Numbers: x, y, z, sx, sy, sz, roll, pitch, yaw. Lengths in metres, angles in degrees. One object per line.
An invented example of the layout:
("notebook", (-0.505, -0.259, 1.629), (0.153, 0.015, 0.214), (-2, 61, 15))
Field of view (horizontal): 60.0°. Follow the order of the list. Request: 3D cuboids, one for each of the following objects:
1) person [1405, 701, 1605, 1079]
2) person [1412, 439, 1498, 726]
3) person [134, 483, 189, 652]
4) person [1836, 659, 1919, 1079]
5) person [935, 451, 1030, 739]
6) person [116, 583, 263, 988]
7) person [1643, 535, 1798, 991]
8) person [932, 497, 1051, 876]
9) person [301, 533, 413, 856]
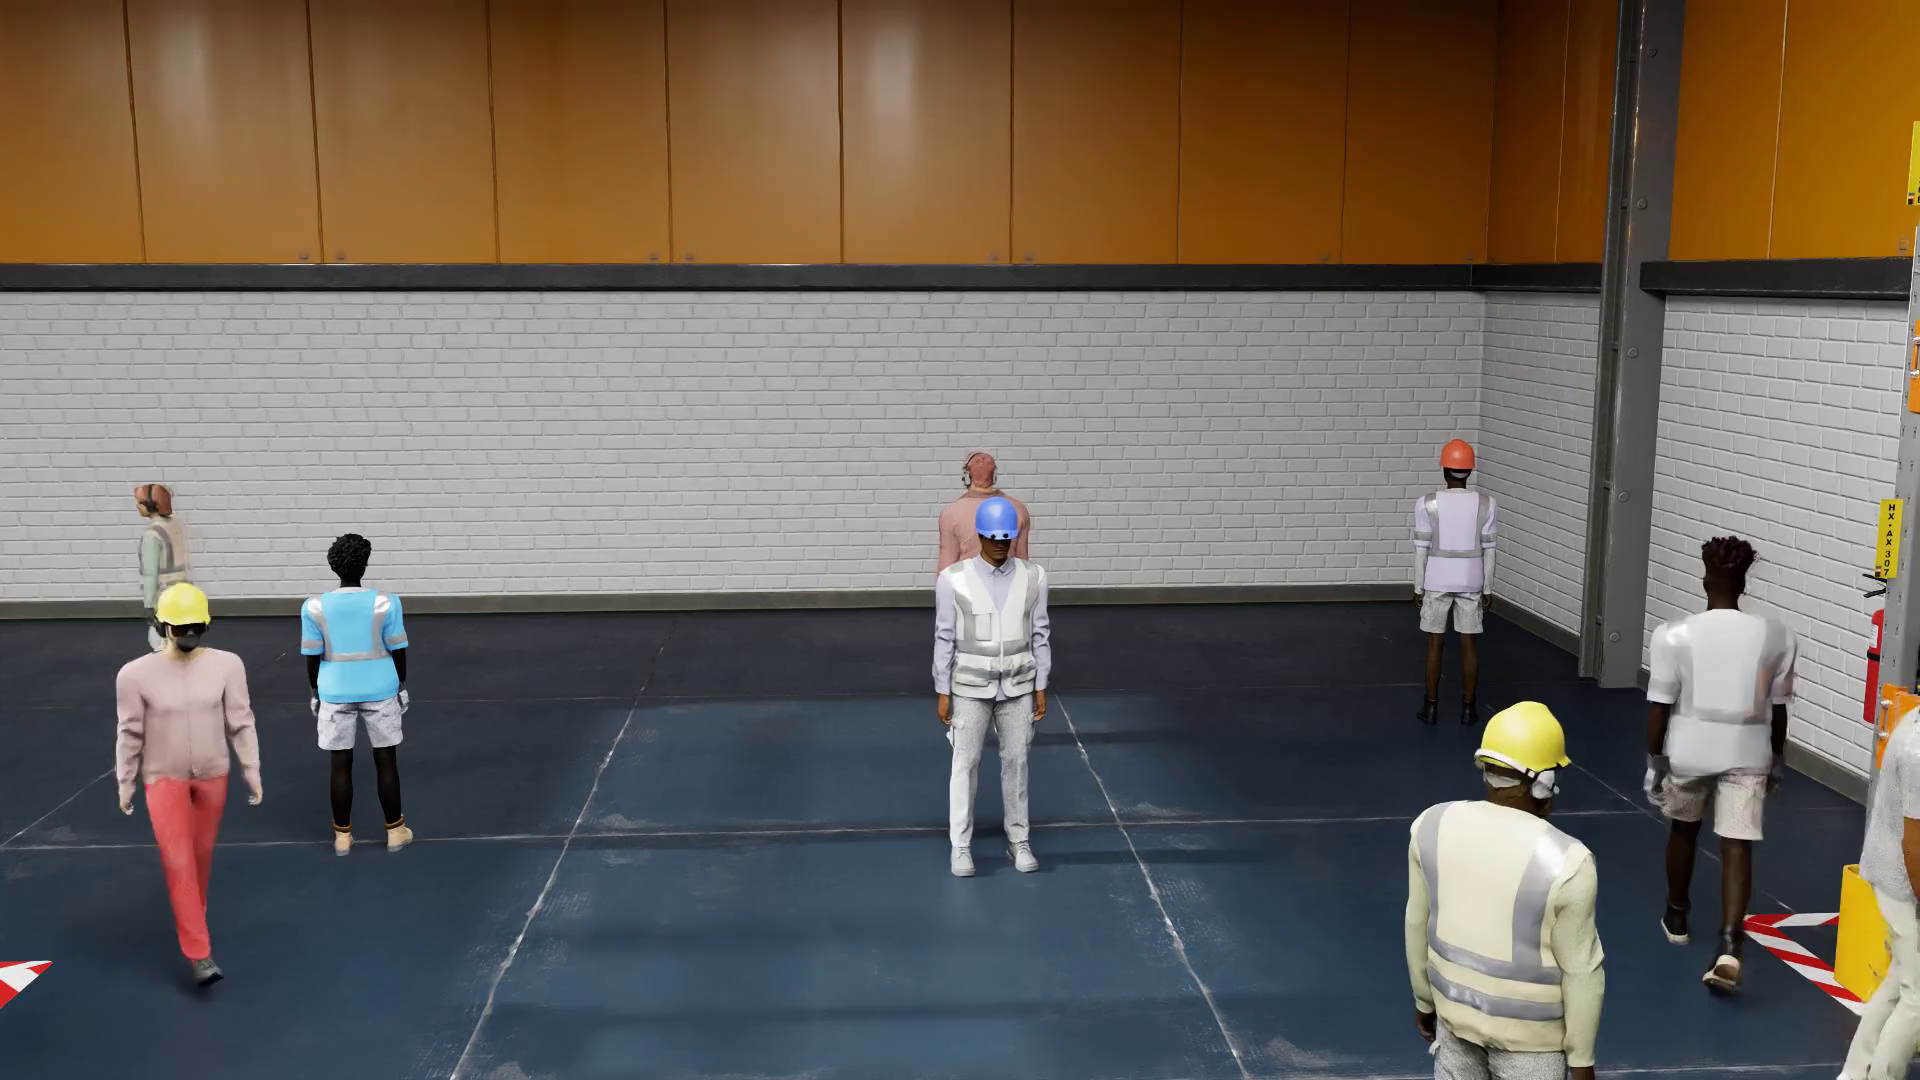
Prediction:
("person", (1.575, 1.366, 4.803), (0.404, 1.827, 0.600), (-7, 12, -39))
("person", (3.321, 0.290, 11.207), (0.545, 1.942, 0.351), (2, 9, 10))
("person", (-5.444, 0.415, 11.386), (0.388, 1.624, 0.540), (-1, 9, -7))
("person", (3.291, 1.219, 5.774), (0.423, 1.855, 0.574), (7, 11, 37))
("person", (0.131, 0.375, 10.788), (0.651, 1.904, 0.403), (-4, 10, -25))
("person", (-3.276, 1.043, 7.145), (0.537, 1.715, 0.898), (-8, 12, -41))
("person", (3.277, 0.941, 7.208), (0.583, 1.922, 0.953), (4, 10, 22))
("person", (0.164, 0.738, 8.409), (0.610, 1.938, 0.413), (-2, 9, -13))
("person", (-3.146, 0.809, 8.708), (0.529, 1.697, 0.321), (-2, 9, -10))
